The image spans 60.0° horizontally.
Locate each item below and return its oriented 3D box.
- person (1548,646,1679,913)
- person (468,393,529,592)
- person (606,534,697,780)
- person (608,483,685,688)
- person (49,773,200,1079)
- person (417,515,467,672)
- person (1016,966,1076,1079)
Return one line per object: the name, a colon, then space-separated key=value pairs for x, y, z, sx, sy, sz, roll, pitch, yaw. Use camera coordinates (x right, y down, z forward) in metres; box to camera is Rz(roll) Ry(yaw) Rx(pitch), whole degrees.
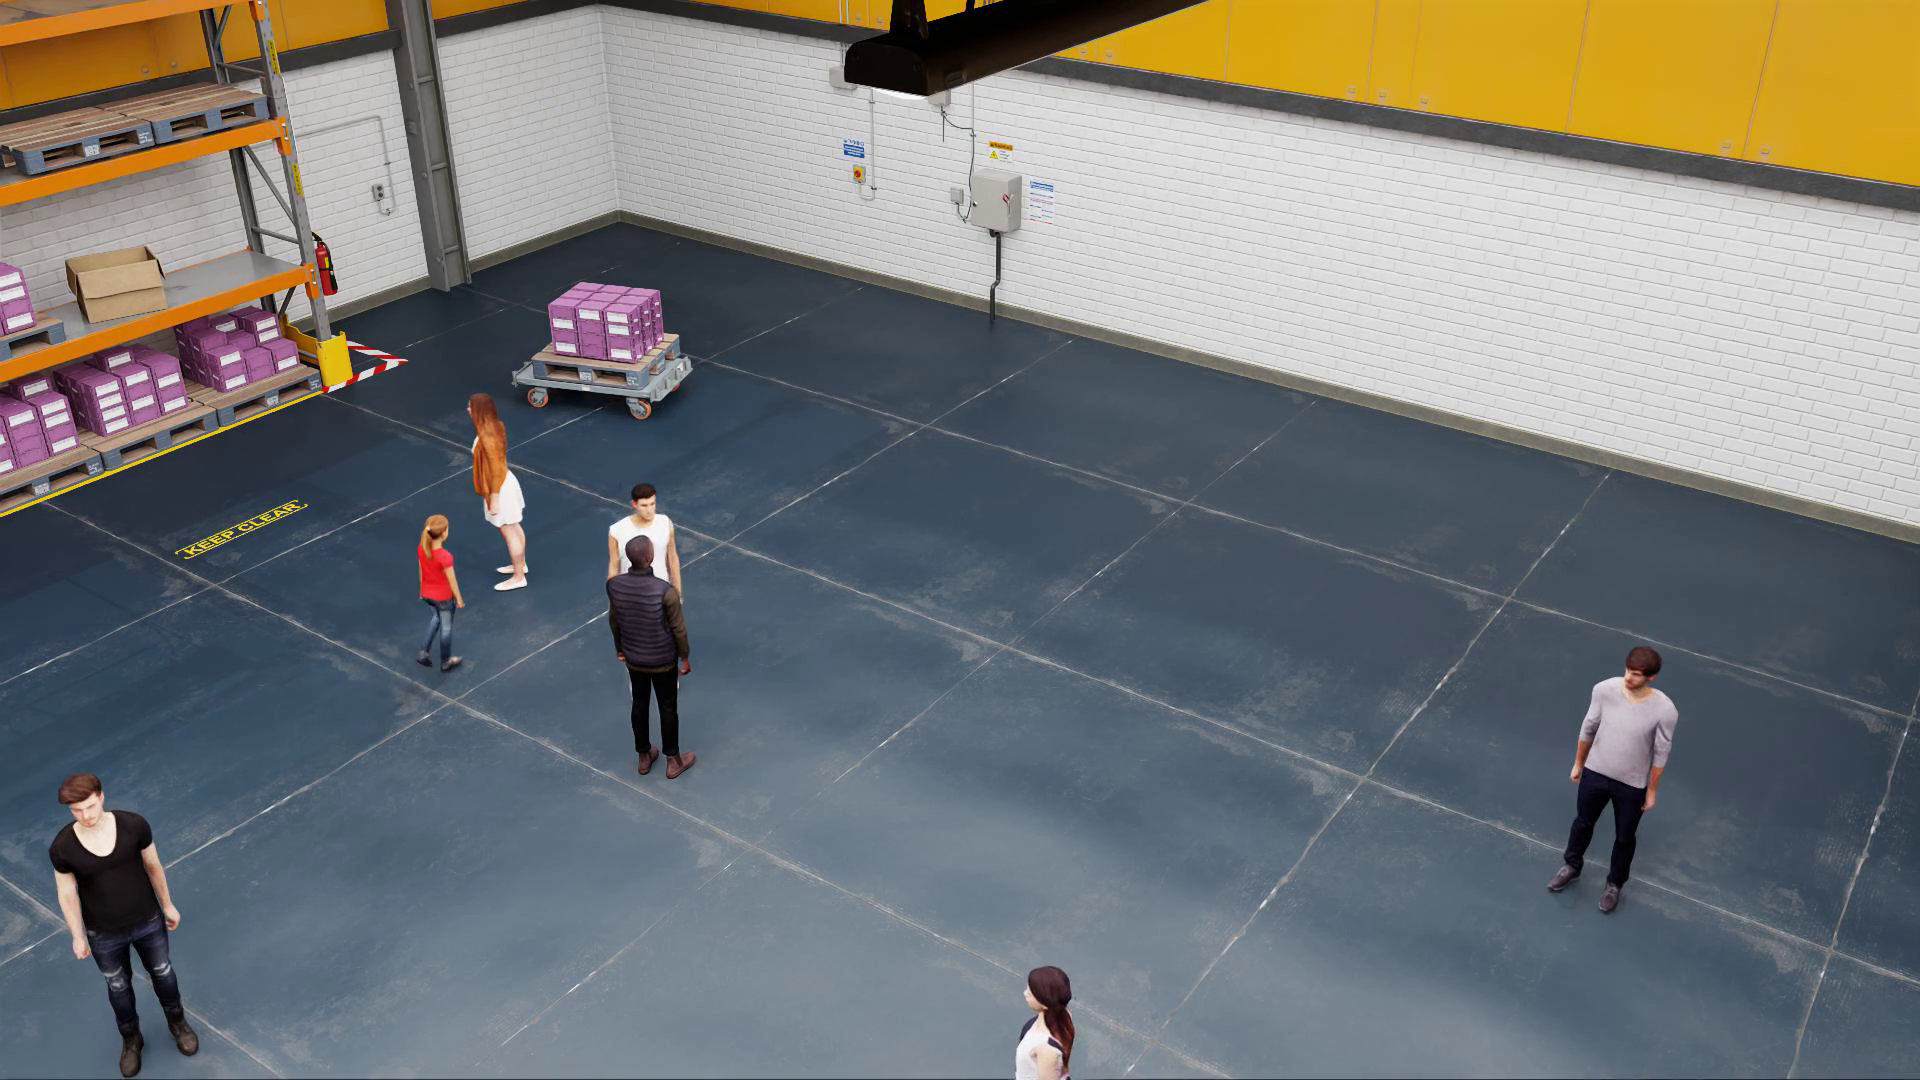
person: x=3.993 y=1.420 z=10.084 sx=0.673 sy=1.842 sz=0.532 roll=21 pitch=35 yaw=34
person: x=-3.739 y=-0.411 z=13.565 sx=0.768 sy=1.722 sz=0.700 roll=-3 pitch=29 yaw=-6
person: x=-2.100 y=0.784 z=11.256 sx=0.764 sy=1.835 sz=0.681 roll=8 pitch=30 yaw=15
person: x=-2.312 y=0.342 z=12.128 sx=0.770 sy=1.776 sz=0.868 roll=-12 pitch=31 yaw=-21
person: x=-4.491 y=2.022 z=8.924 sx=0.644 sy=1.895 sz=0.814 roll=-16 pitch=33 yaw=-27
person: x=-3.948 y=0.446 z=12.443 sx=0.527 sy=1.291 sz=0.632 roll=13 pitch=31 yaw=22
person: x=0.479 y=2.708 z=7.939 sx=0.854 sy=1.633 sz=0.860 roll=2 pitch=29 yaw=5
